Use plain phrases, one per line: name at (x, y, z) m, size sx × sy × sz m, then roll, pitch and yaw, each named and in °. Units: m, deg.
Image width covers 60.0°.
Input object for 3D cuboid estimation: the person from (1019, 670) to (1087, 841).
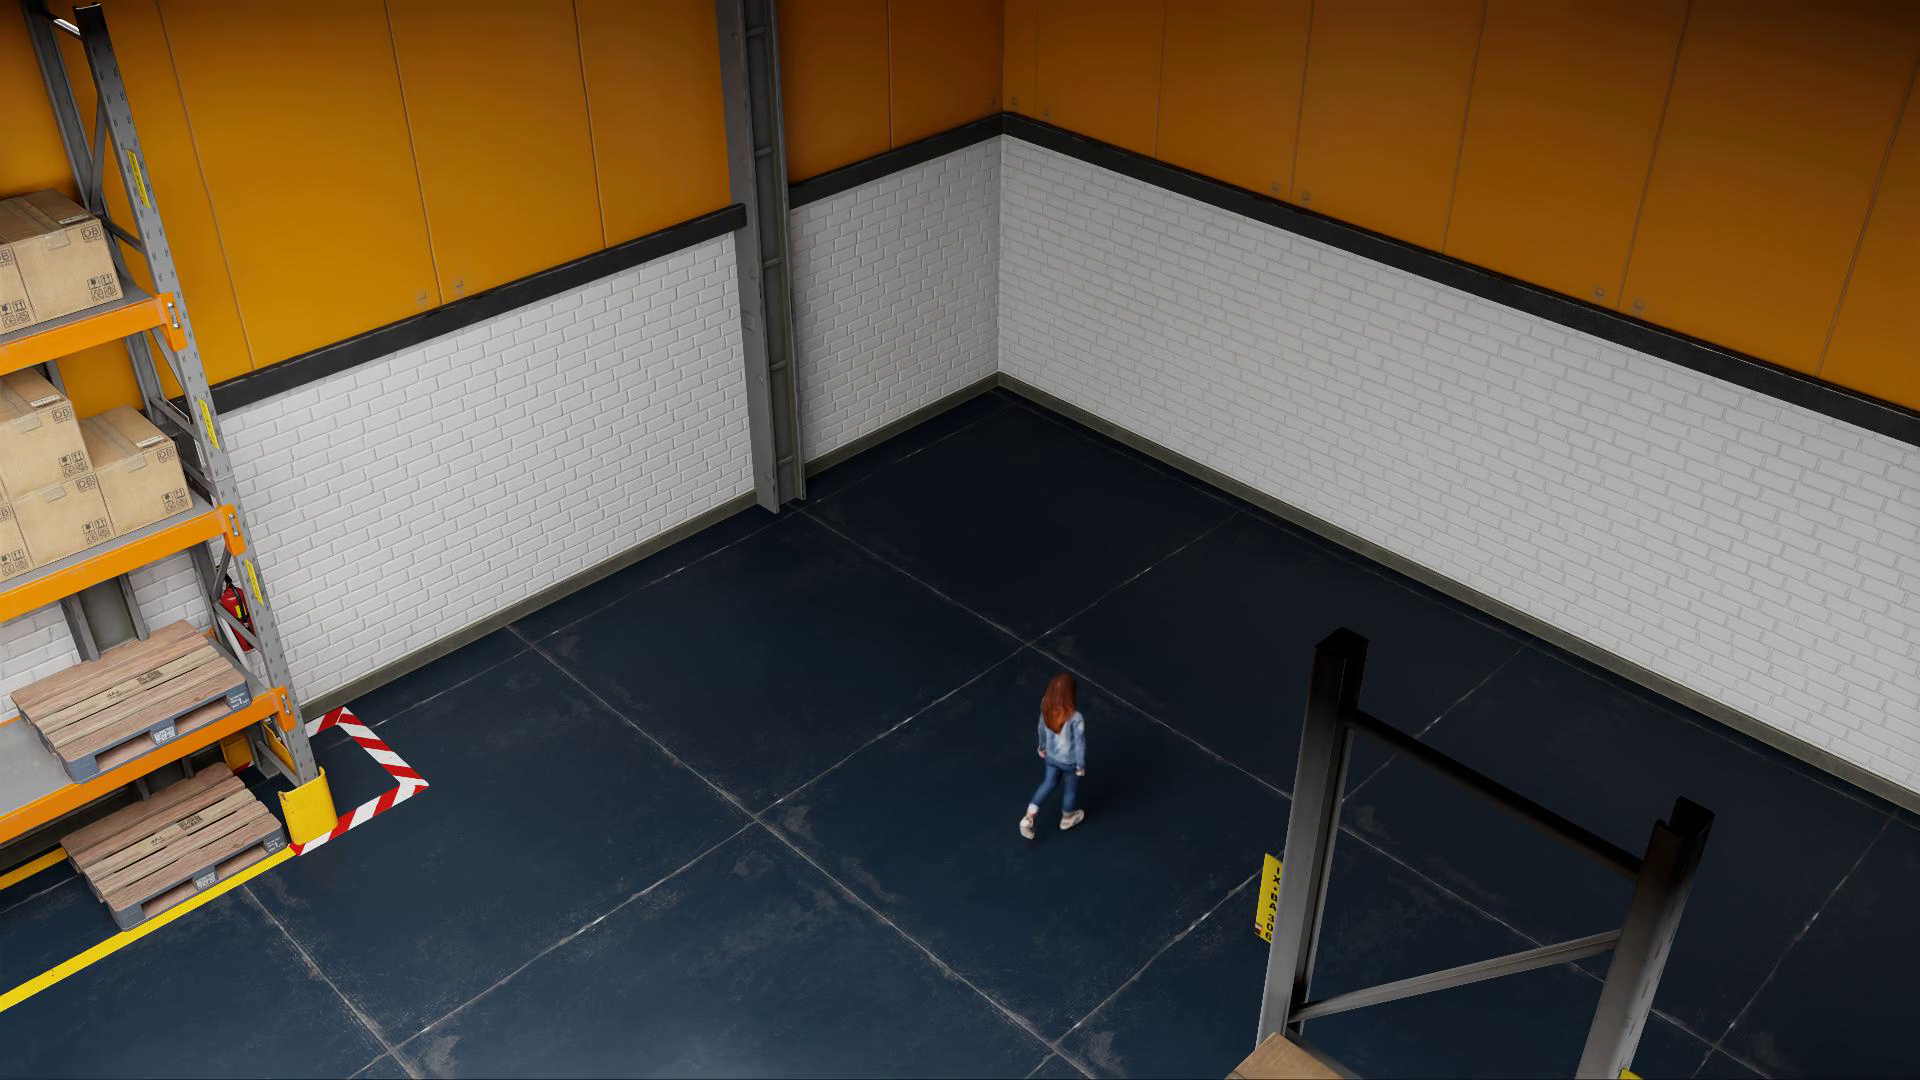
person at (0.683, 1.559, 11.820) m, size 0.821 × 1.464 × 0.564 m, roll -28°, pitch 43°, yaw -35°
